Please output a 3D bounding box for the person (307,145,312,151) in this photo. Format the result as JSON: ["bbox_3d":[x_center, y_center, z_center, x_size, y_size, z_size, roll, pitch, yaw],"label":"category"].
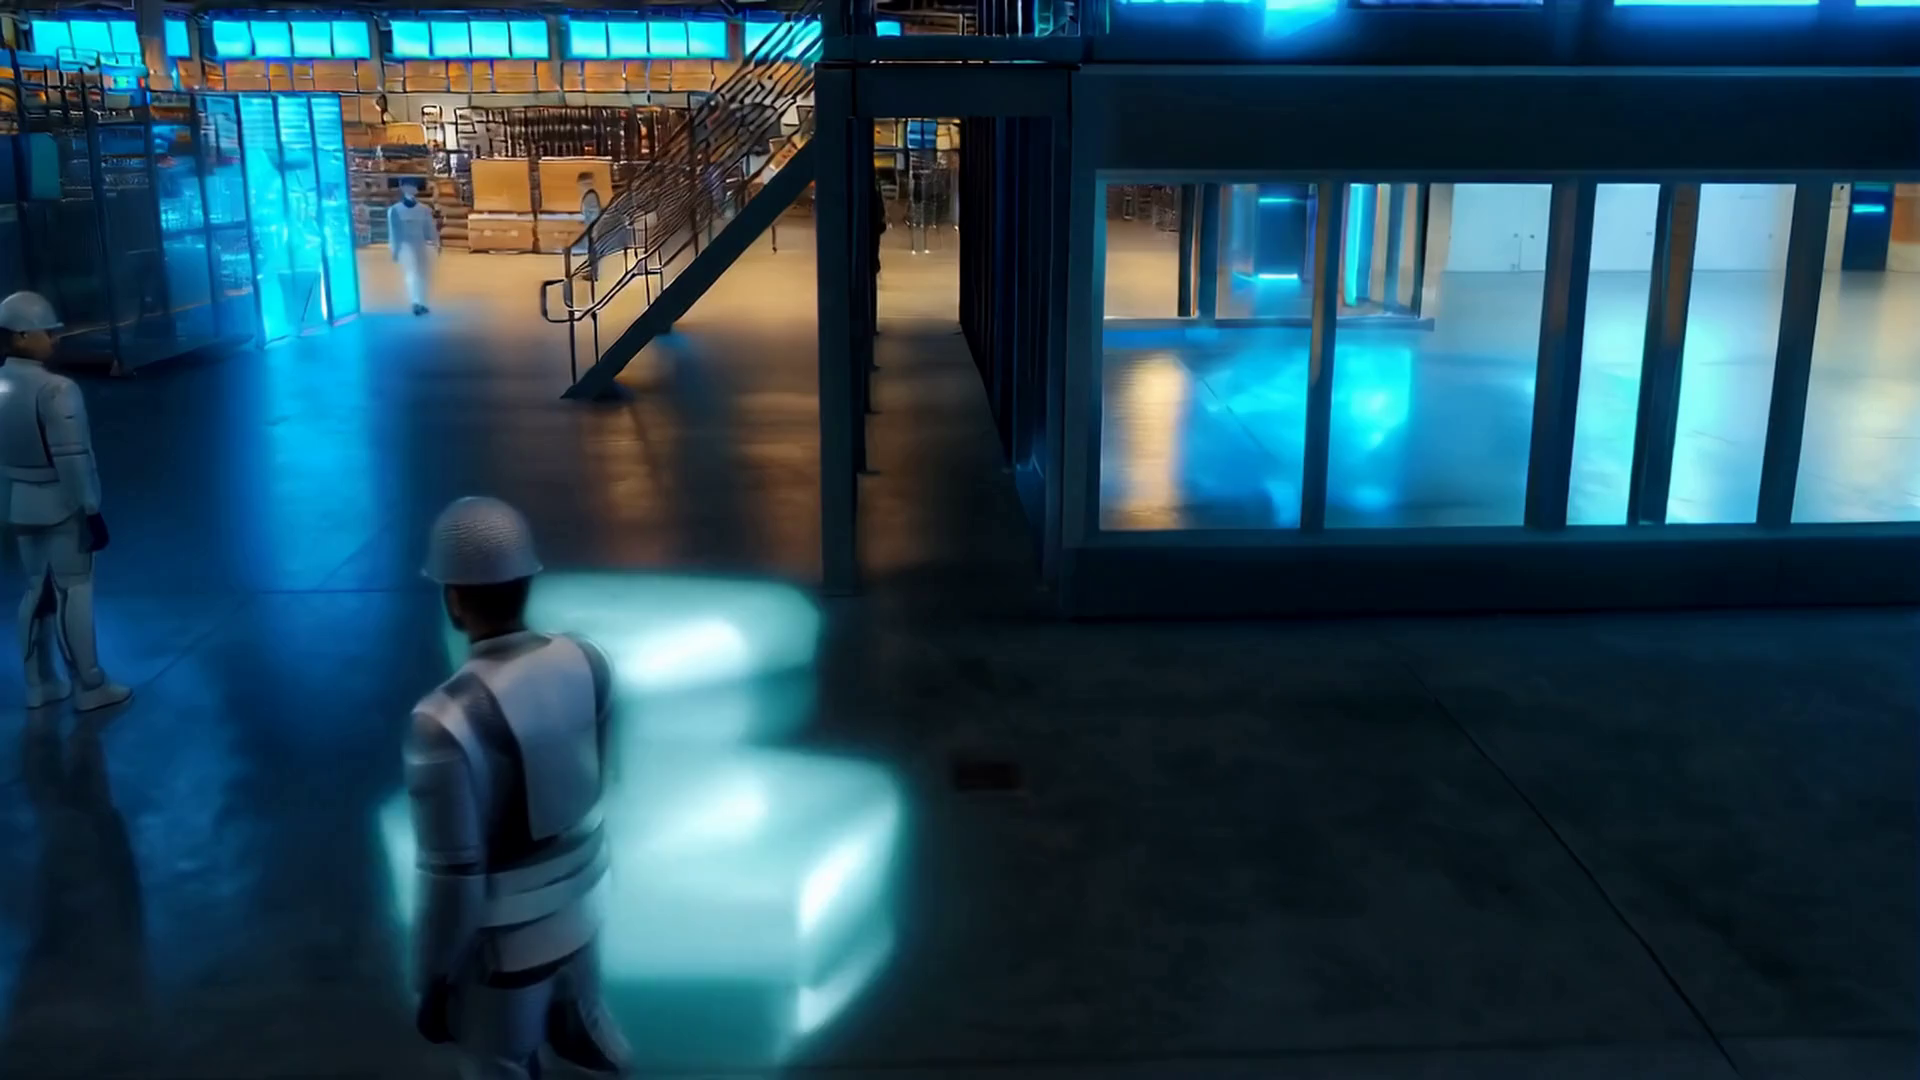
[{"bbox_3d":[-33.845,-19.741,86.591,0.809,1.706,0.507,-2,14,-7],"label":"person"}]

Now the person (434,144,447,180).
[{"bbox_3d":[-23.554,-17.035,75.537,0.429,1.830,0.606,13,19,41],"label":"person"}]

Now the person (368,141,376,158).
[{"bbox_3d":[-29.823,-19.300,84.449,0.407,1.906,0.655,-4,15,-17],"label":"person"}]

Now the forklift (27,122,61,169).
[{"bbox_3d":[-35.376,-14.773,64.377,1.129,2.768,1.873,-1,14,-2],"label":"forklift"}]

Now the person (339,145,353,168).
[{"bbox_3d":[-27.431,-16.756,74.430,0.586,1.833,0.403,2,14,6],"label":"person"}]

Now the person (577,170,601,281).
[{"bbox_3d":[-6.597,-5.587,29.578,0.362,1.935,0.551,-2,14,-9],"label":"person"}]

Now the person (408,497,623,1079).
[{"bbox_3d":[-1.007,0.858,3.796,0.404,1.945,0.615,6,15,23],"label":"person"}]

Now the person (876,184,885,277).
[{"bbox_3d":[-1.636,-5.776,30.121,0.676,2.000,0.536,-9,17,-31],"label":"person"}]

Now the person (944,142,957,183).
[{"bbox_3d":[-0.448,-17.934,78.941,0.630,1.941,1.053,8,16,28],"label":"person"}]

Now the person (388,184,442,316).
[{"bbox_3d":[-7.958,-4.233,24.284,0.666,1.881,0.955,-8,16,-30],"label":"person"}]

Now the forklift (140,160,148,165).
[{"bbox_3d":[-36.652,-17.801,76.481,1.873,2.768,1.129,4,15,15],"label":"forklift"}]

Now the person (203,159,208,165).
[{"bbox_3d":[-30.470,-14.840,67.045,0.321,1.697,0.530,4,15,15],"label":"person"}]

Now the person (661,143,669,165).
[{"bbox_3d":[-14.885,-19.062,83.691,0.623,1.816,0.604,5,15,19],"label":"person"}]

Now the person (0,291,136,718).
[{"bbox_3d":[-4.248,-0.154,7.744,0.624,1.992,0.390,3,14,13],"label":"person"}]

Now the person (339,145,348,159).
[{"bbox_3d":[-24.895,-15.062,67.475,0.778,1.928,0.608,-1,14,-3],"label":"person"}]
